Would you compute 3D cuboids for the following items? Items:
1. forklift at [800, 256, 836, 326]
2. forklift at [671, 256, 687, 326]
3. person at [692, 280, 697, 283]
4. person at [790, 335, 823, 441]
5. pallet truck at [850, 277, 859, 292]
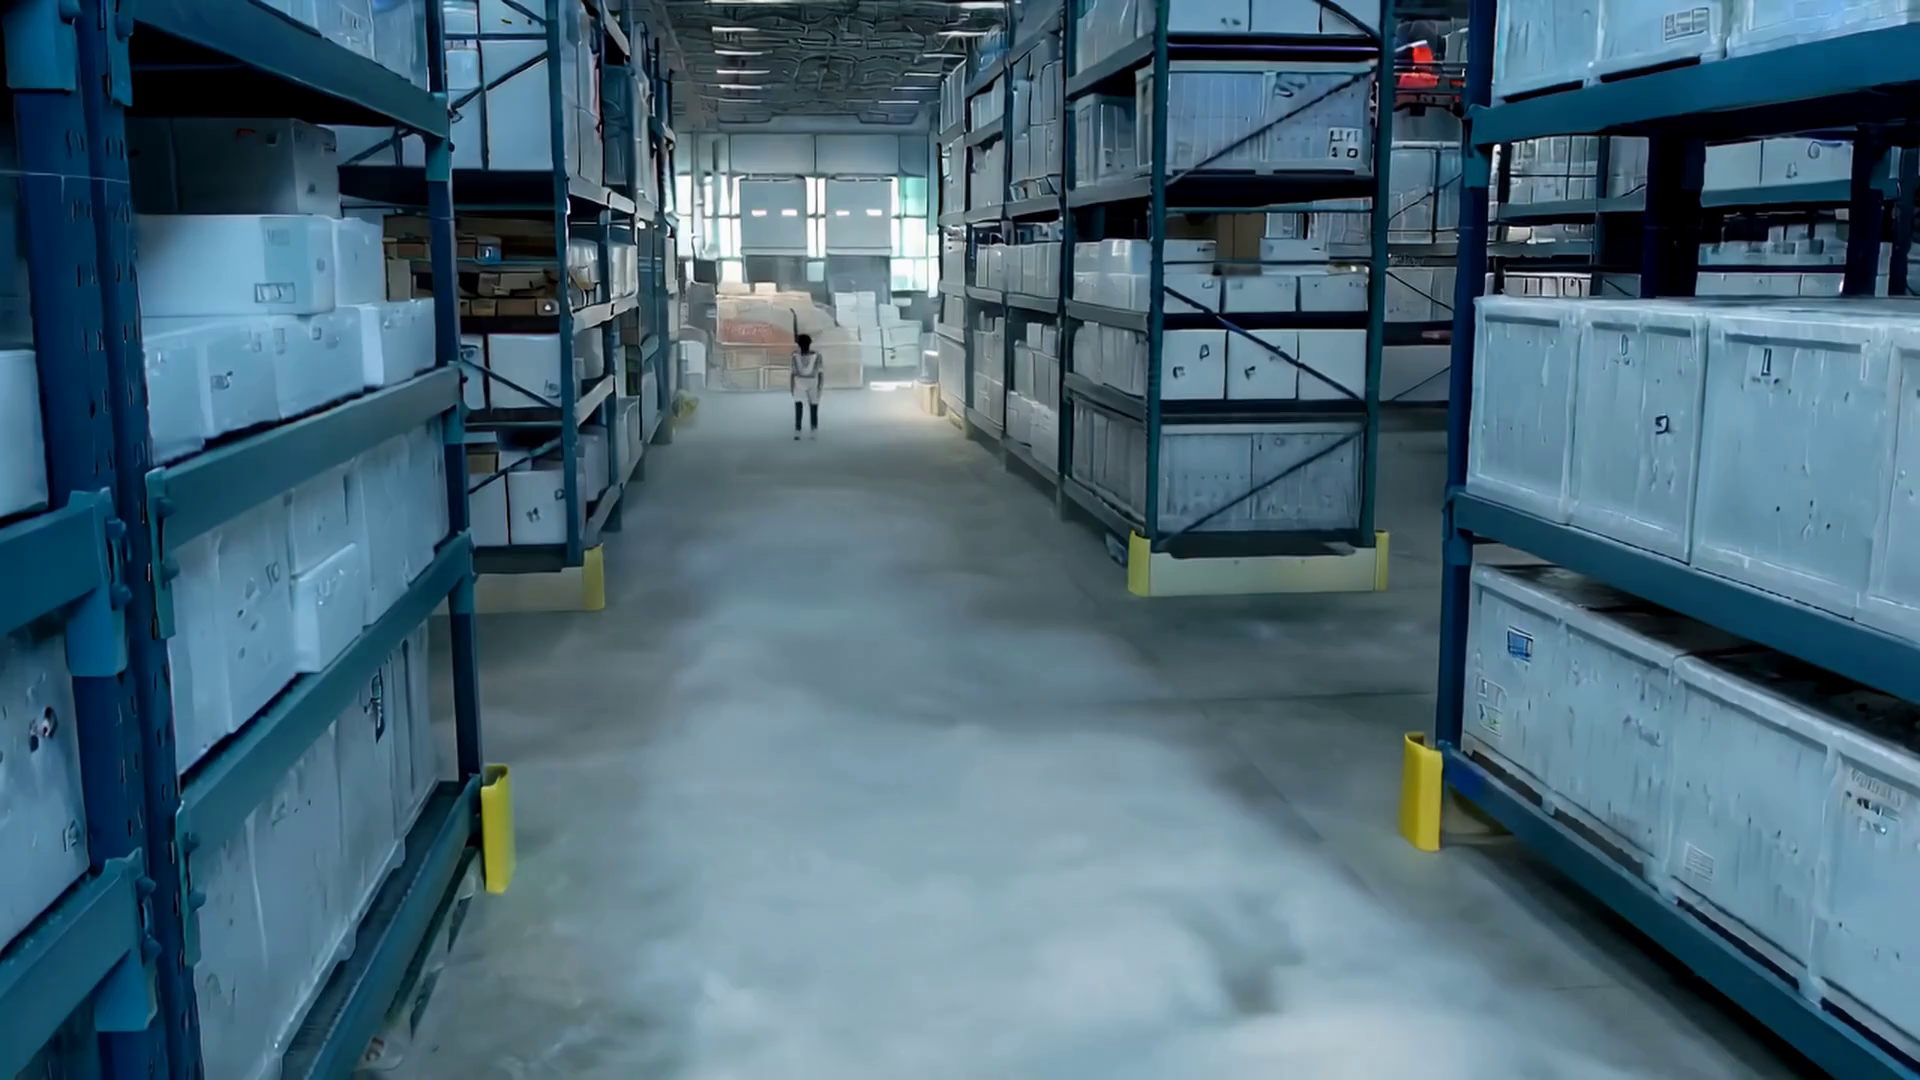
[{"bbox_3d":[-5.119,-8.590,58.575,1.129,2.768,1.873,-6,12,-33],"label":"forklift"},{"bbox_3d":[-10.432,-8.868,60.195,1.873,2.768,1.129,9,13,43],"label":"forklift"},{"bbox_3d":[-10.009,-8.858,62.908,0.585,1.927,0.366,-1,10,-6],"label":"person"},{"bbox_3d":[-2.396,-2.373,25.947,0.533,1.644,0.875,0,10,1],"label":"person"},{"bbox_3d":[-3.782,-9.391,65.808,1.885,1.965,0.823,2,10,10],"label":"pallet truck"}]
